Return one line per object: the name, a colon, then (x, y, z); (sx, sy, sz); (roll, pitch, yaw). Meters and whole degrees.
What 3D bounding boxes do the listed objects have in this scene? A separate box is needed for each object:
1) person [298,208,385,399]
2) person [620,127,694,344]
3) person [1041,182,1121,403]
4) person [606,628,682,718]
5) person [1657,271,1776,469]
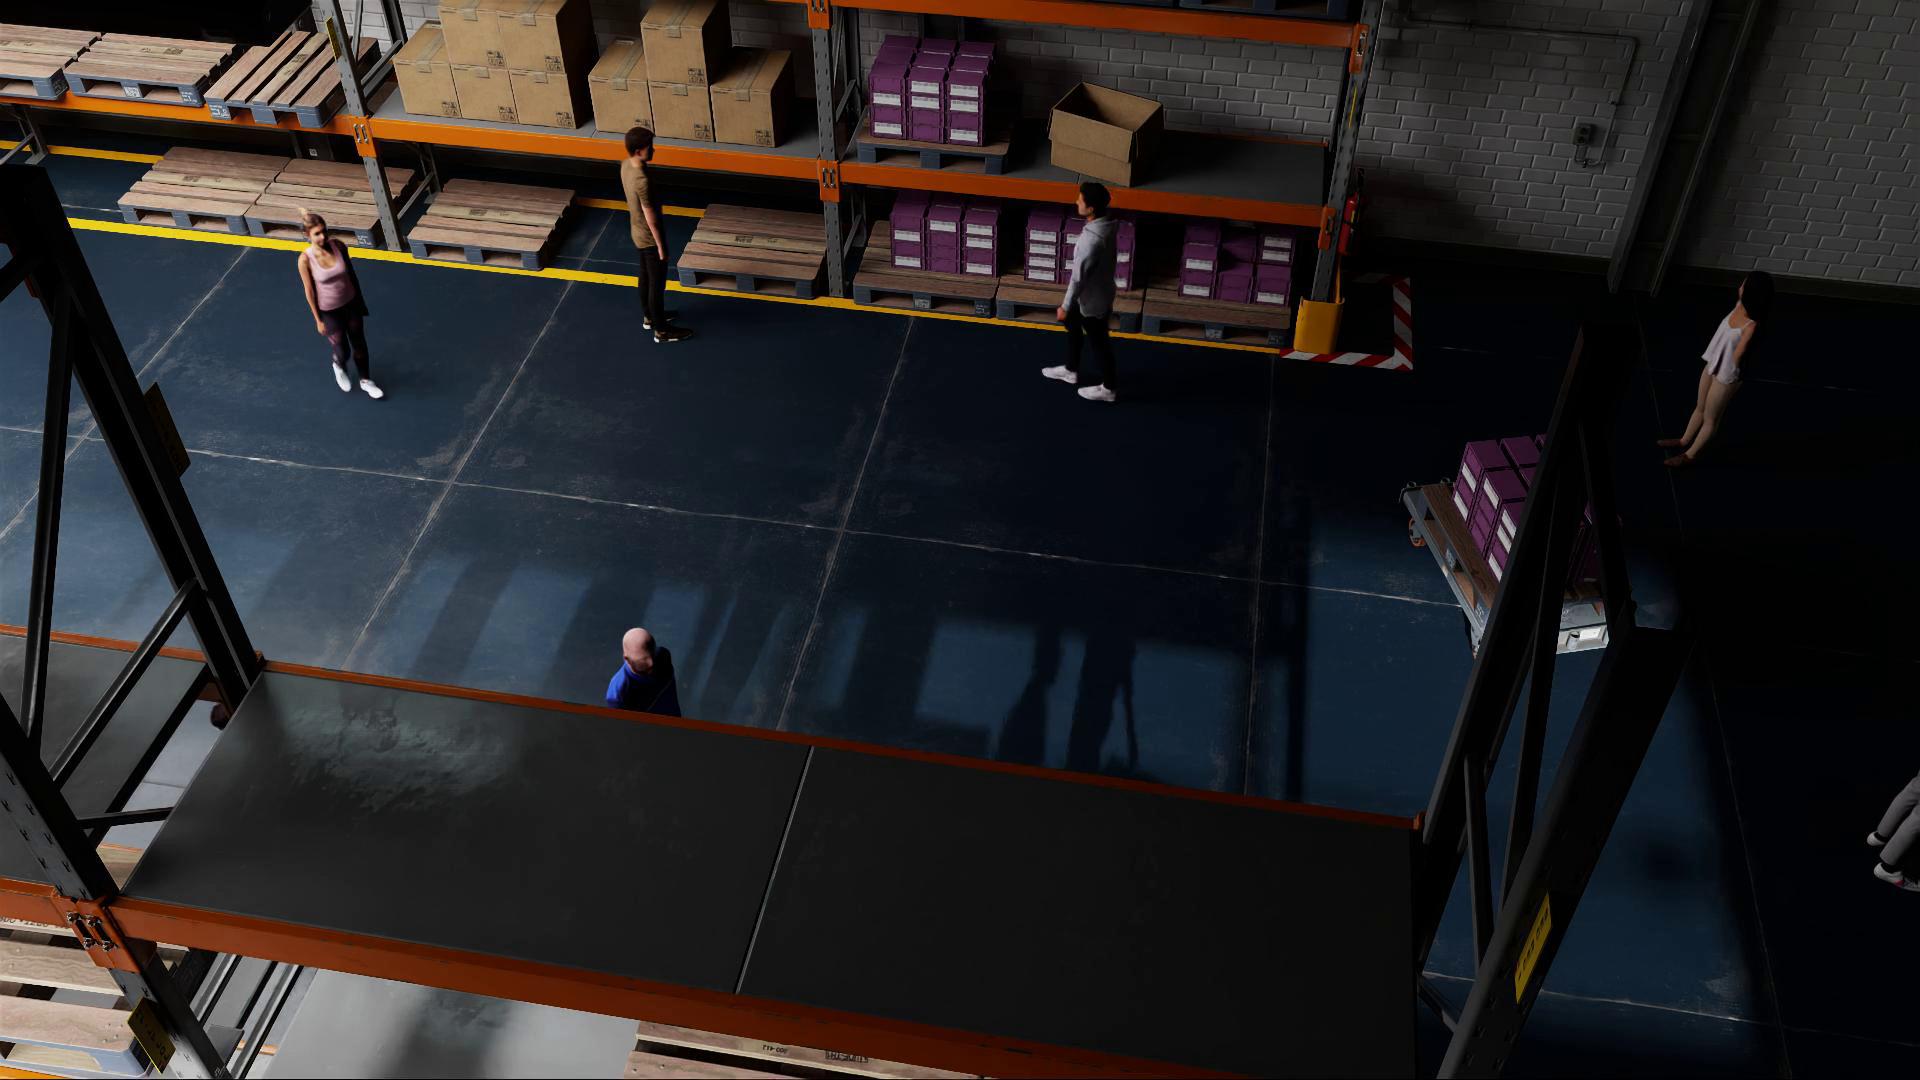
person: (-4.802, -1.812, 12.719); (0.808, 1.634, 0.736); (34, 53, 30)
person: (-2.477, -2.425, 13.208); (0.774, 1.849, 0.748); (-19, 47, -19)
person: (1.105, -1.818, 12.530); (0.842, 1.904, 0.681); (7, 44, 7)
person: (-1.743, 1.156, 9.455); (0.624, 1.840, 0.710); (14, 45, 15)
person: (5.579, -1.240, 12.105); (0.570, 1.654, 0.644); (7, 44, 7)
